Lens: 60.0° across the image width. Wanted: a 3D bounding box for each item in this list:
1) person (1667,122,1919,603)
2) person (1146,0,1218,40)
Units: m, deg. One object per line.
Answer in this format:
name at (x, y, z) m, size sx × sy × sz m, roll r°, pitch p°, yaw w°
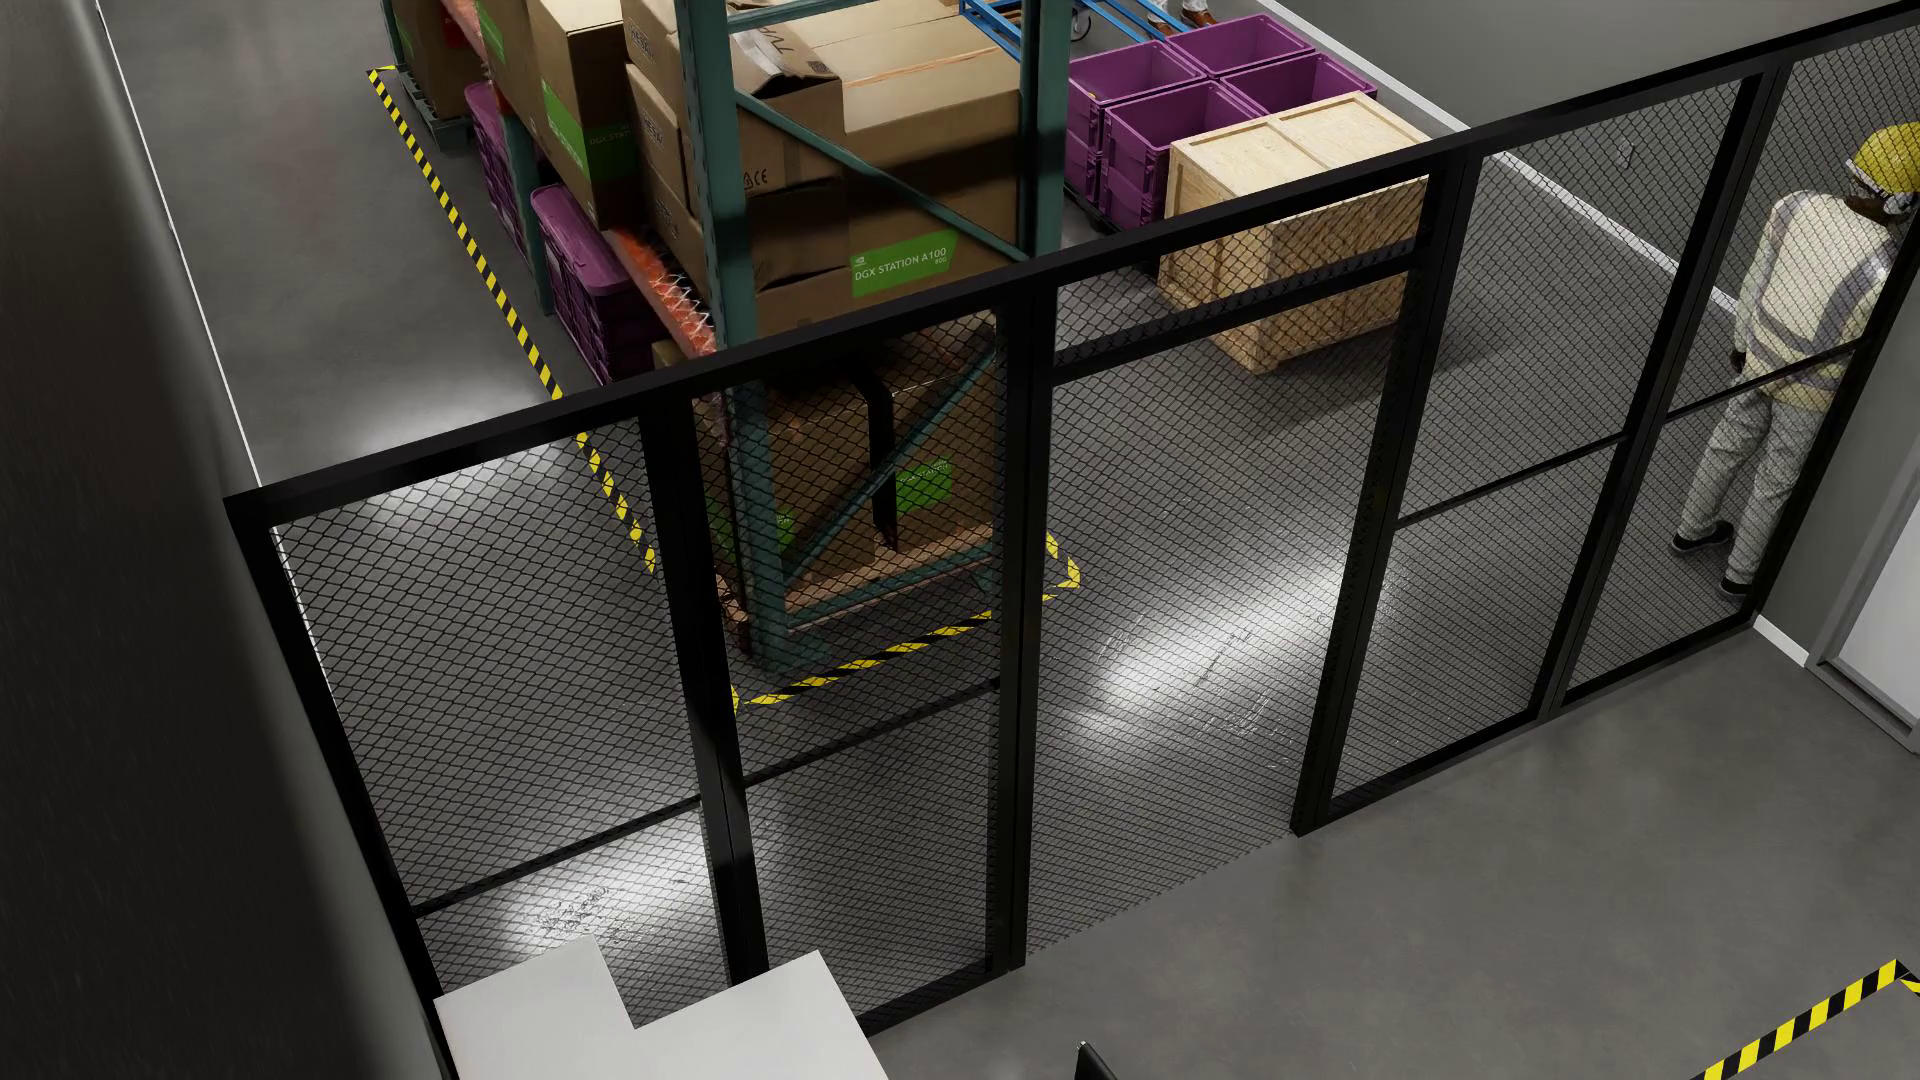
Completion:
person at (2.874, -0.579, 5.657) m, size 0.403 × 1.830 × 0.599 m, roll -14°, pitch 44°, yaw -15°
person at (1.289, -3.632, 8.919) m, size 0.628 × 1.939 × 0.375 m, roll -21°, pitch 46°, yaw -21°
